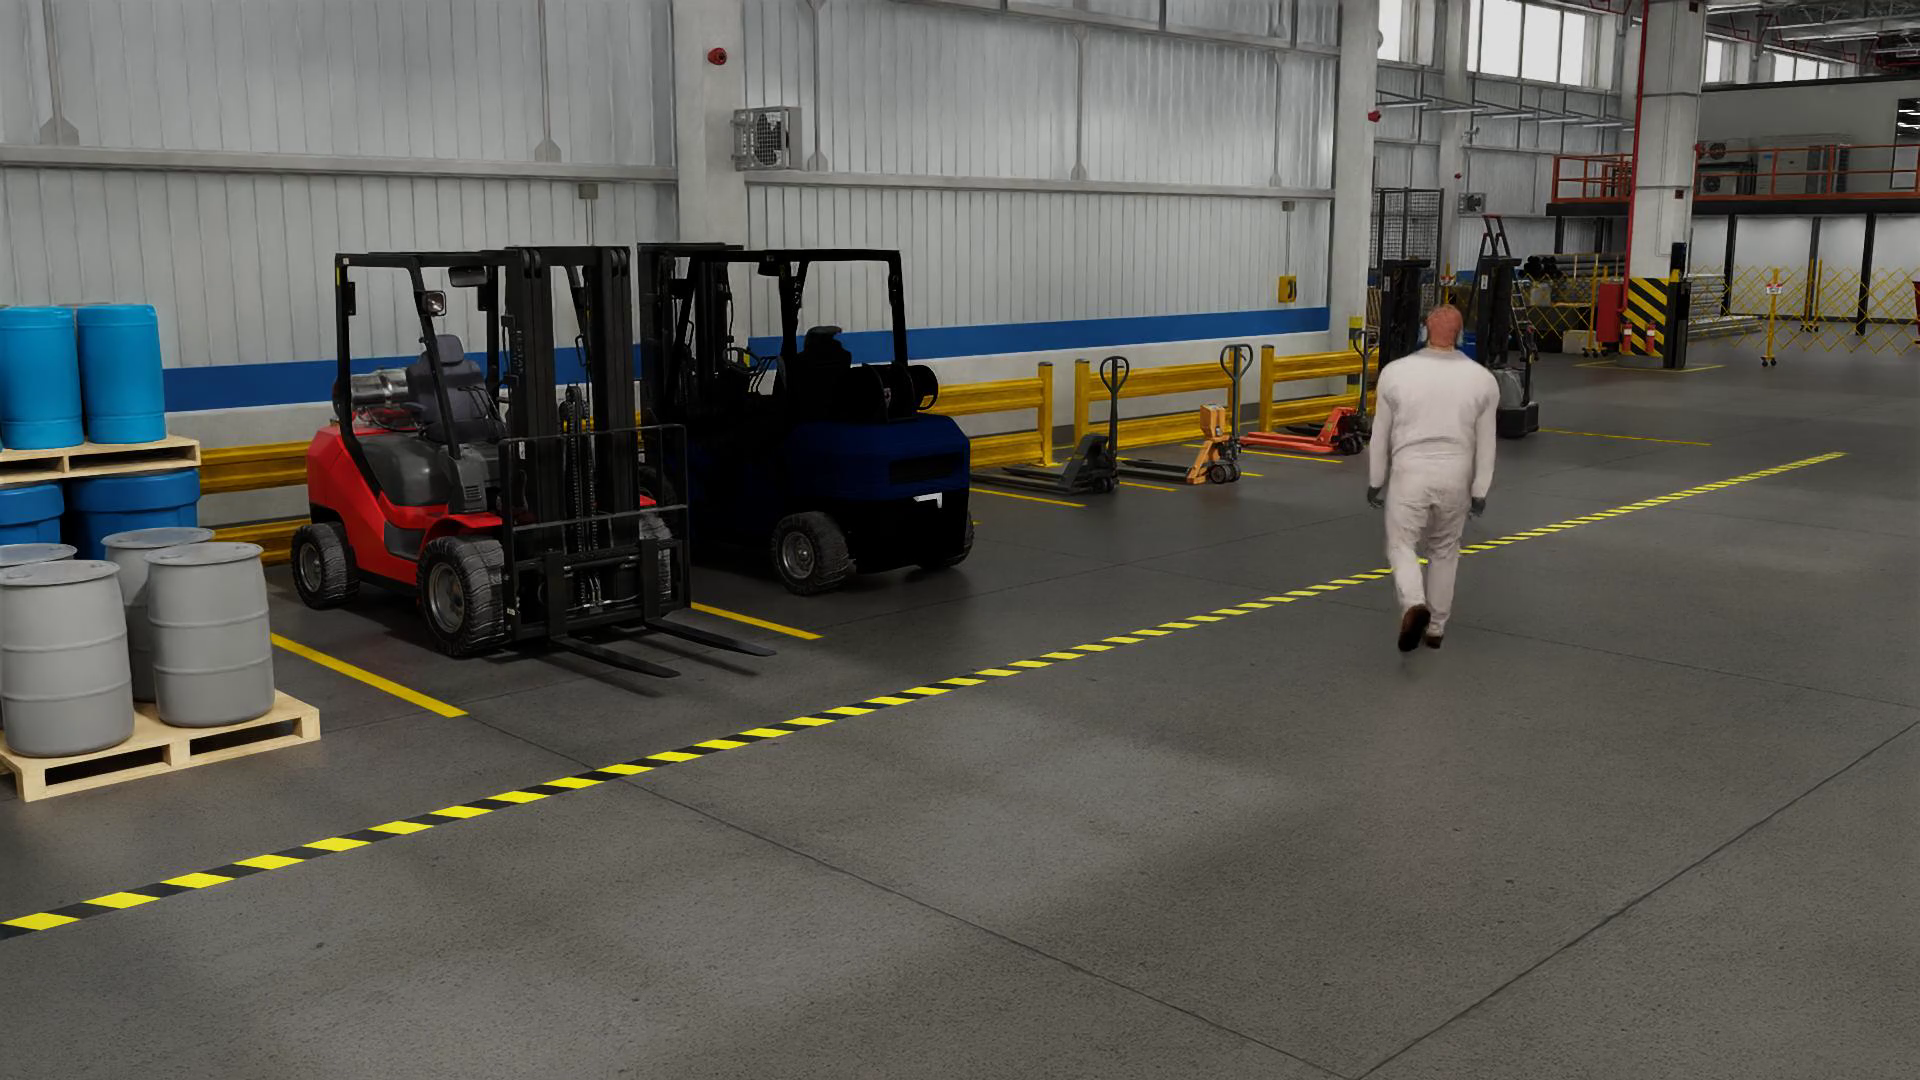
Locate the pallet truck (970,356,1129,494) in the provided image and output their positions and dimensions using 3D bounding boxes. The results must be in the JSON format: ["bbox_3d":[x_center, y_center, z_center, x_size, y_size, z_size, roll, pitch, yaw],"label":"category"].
[{"bbox_3d":[0.784,-1.085,14.876,0.680,1.201,1.601,-10,14,-44],"label":"pallet truck"}]

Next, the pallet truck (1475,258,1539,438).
[{"bbox_3d":[5.704,-2.208,18.901,1.885,1.965,0.823,10,14,43],"label":"pallet truck"}]

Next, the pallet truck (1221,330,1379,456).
[{"bbox_3d":[3.563,-1.581,17.381,0.653,1.274,1.630,-10,14,-44],"label":"pallet truck"}]

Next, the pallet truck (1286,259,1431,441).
[{"bbox_3d":[4.493,-2.078,18.196,0.823,1.965,1.885,-9,14,-40],"label":"pallet truck"}]

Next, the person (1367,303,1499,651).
[{"bbox_3d":[2.525,-0.314,8.883,0.655,1.884,0.649,1,10,5],"label":"person"}]

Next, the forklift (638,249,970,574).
[{"bbox_3d":[-1.173,-0.958,11.239,2.680,1.987,1.157,10,14,43],"label":"forklift"}]

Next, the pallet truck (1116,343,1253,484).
[{"bbox_3d":[1.962,-1.215,15.415,1.522,1.261,0.704,10,14,43],"label":"pallet truck"}]

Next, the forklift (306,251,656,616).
[{"bbox_3d":[-2.833,-0.669,9.694,1.157,1.987,2.680,-10,14,-44],"label":"forklift"}]
